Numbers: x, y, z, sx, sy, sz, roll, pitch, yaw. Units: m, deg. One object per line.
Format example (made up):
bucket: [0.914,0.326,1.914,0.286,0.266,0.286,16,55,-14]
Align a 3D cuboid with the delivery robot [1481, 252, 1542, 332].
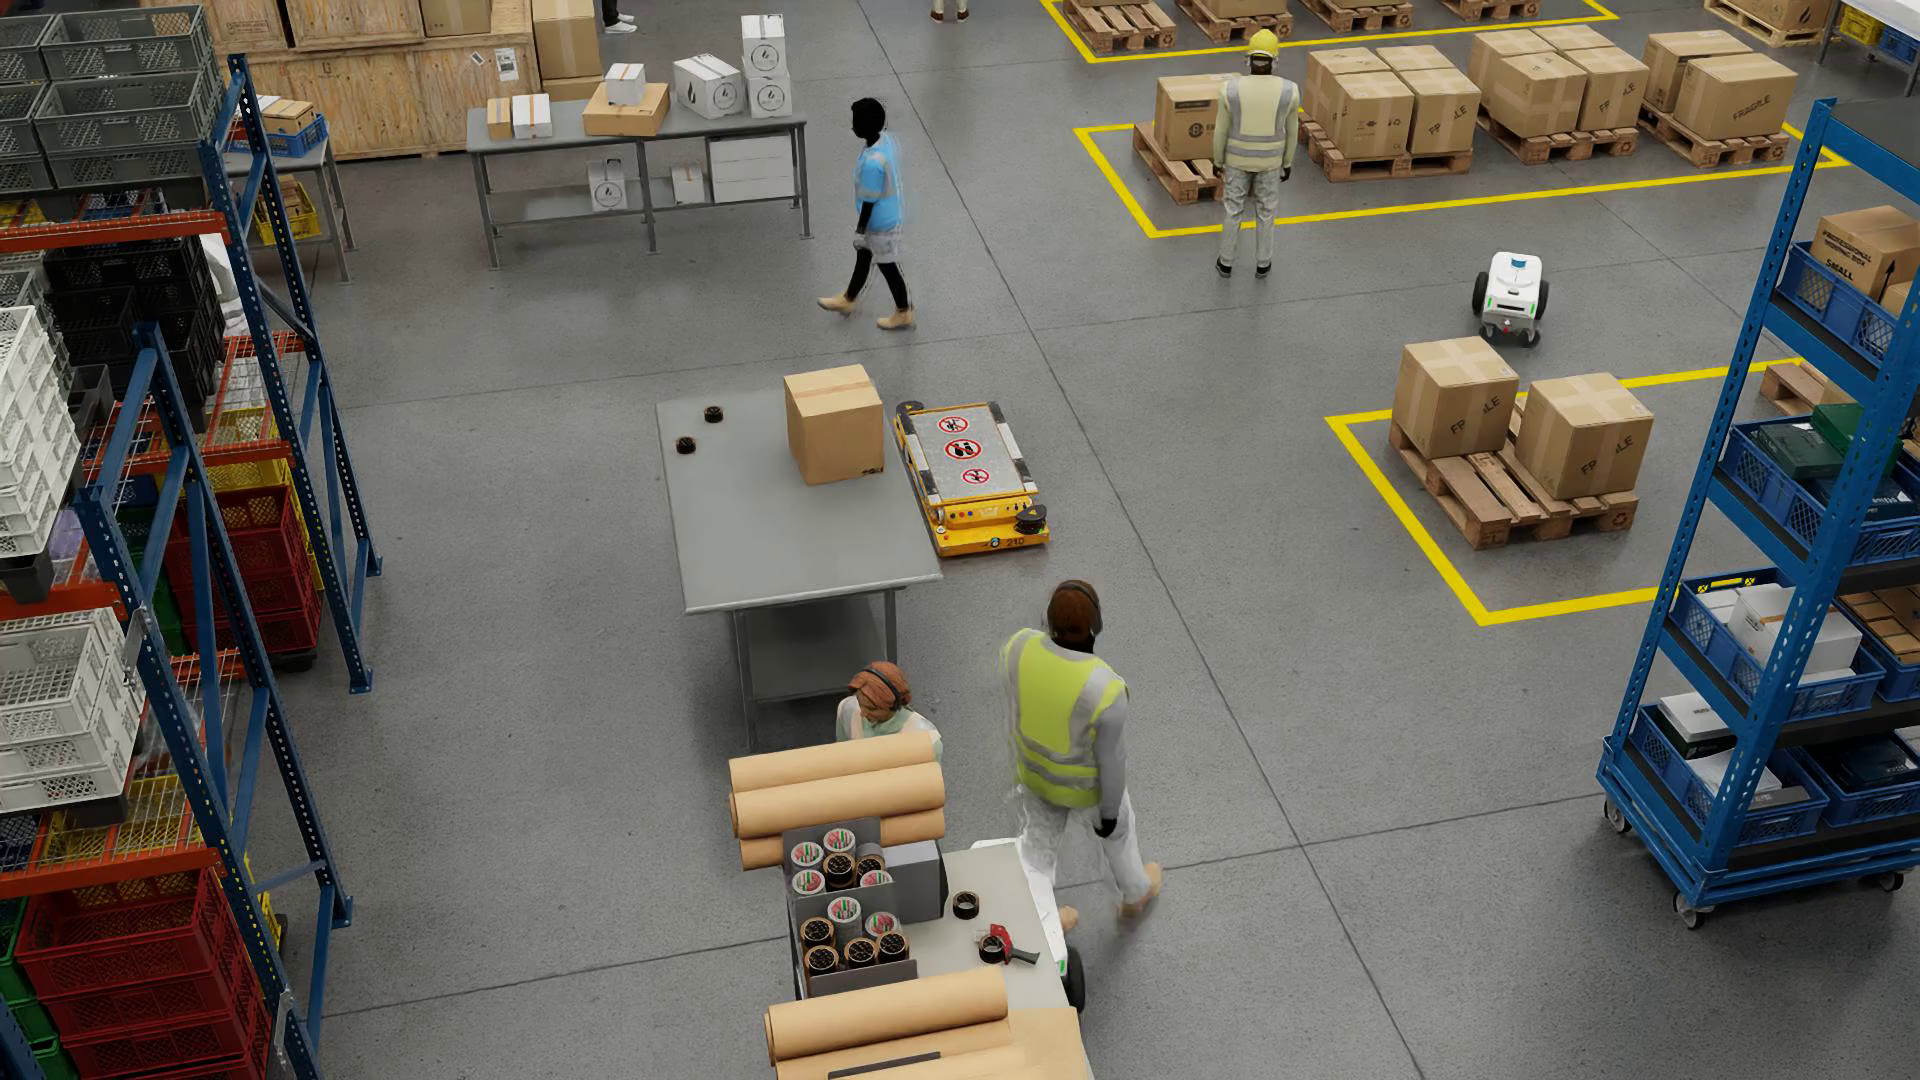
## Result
delivery robot: [3.848,-1.750,11.570,0.477,0.478,0.707,11,38,15]

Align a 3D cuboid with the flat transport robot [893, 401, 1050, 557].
flat transport robot: [0.046,-0.430,10.108,0.652,0.197,1.431,-8,37,-10]

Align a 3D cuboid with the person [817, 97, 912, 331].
person: [-0.662,-2.193,11.303,0.702,1.667,0.552,1,37,1]

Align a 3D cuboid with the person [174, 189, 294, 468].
person: [-4.360,-1.306,9.947,0.355,1.882,0.575,-2,37,-3]

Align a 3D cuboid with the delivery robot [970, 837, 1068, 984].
delivery robot: [0.235,1.591,7.081,0.477,0.478,0.707,-5,37,-6]

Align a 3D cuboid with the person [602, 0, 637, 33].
person: [-3.421,-5.893,16.092,0.389,1.911,0.591,-10,38,-13]

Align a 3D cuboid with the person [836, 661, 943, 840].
person: [-0.286,1.133,6.875,0.519,1.630,0.325,21,41,25]

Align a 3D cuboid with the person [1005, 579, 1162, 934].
person: [0.522,0.913,7.031,0.644,1.802,0.806,28,45,32]

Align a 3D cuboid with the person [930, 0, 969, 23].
person: [-0.127,-6.030,16.311,0.519,1.865,0.326,-2,37,-3]

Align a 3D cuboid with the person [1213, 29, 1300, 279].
person: [2.103,-2.742,11.927,0.586,1.822,0.404,4,37,6]

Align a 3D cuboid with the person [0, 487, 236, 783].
person: [-3.916,0.410,7.630,0.670,1.904,0.462,8,37,11]
